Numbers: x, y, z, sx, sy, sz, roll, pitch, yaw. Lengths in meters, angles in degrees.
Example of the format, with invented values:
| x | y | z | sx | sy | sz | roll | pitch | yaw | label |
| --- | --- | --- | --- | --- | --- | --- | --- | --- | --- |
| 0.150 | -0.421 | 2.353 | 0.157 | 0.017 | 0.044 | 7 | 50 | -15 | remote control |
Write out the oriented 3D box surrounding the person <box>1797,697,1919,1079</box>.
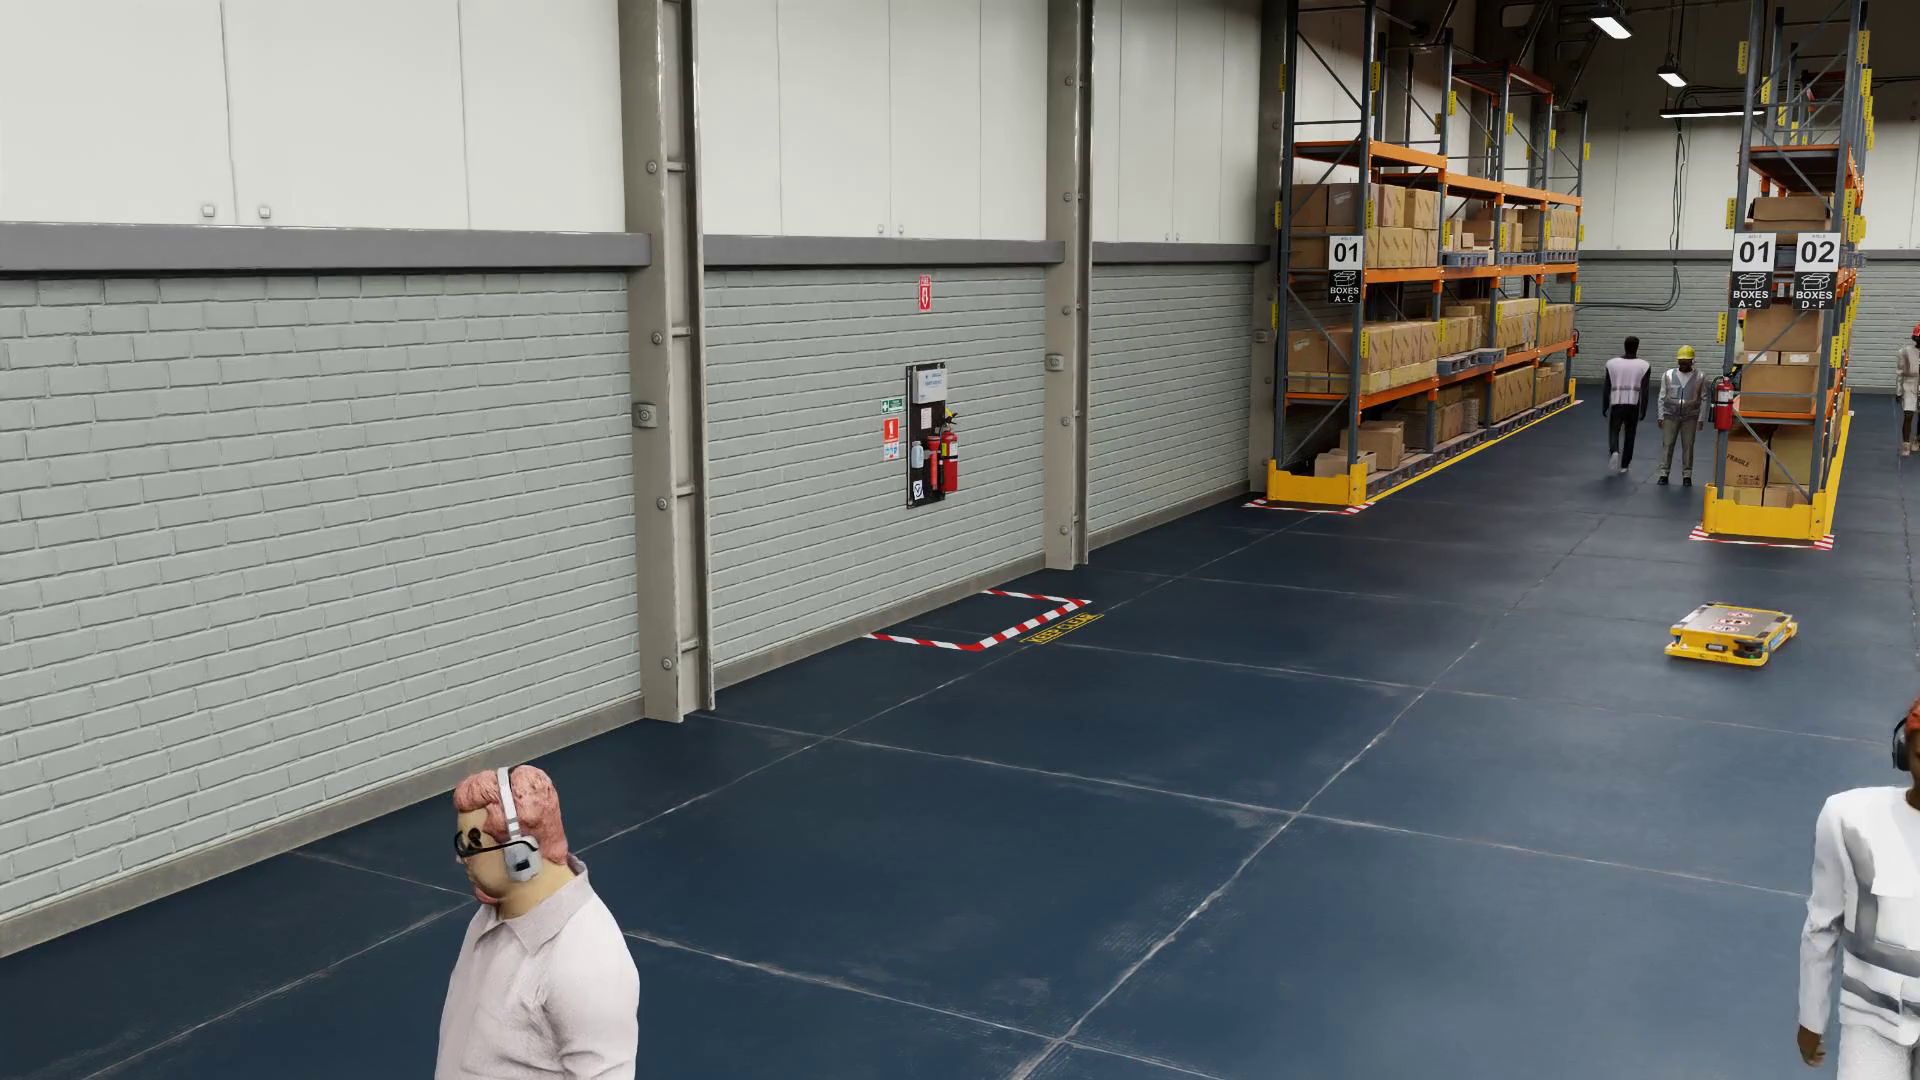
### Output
| x | y | z | sx | sy | sz | roll | pitch | yaw | label |
| --- | --- | --- | --- | --- | --- | --- | --- | --- | --- |
| 2.528 | 1.330 | 4.357 | 0.606 | 1.874 | 0.585 | 5 | 11 | 26 | person |

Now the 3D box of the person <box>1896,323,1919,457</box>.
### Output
| x | y | z | sx | sy | sz | roll | pitch | yaw | label |
| --- | --- | --- | --- | --- | --- | --- | --- | --- | --- |
| 14.447 | -2.276 | 25.081 | 0.616 | 2.019 | 0.902 | 5 | 11 | 28 | person |

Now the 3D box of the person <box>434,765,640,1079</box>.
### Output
| x | y | z | sx | sy | sz | roll | pitch | yaw | label |
| --- | --- | --- | --- | --- | --- | --- | --- | --- | --- |
| -0.957 | 1.423 | 3.722 | 0.405 | 1.903 | 0.636 | -6 | 11 | -32 | person |

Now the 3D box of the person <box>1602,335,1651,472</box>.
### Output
| x | y | z | sx | sy | sz | roll | pitch | yaw | label |
| --- | --- | --- | --- | --- | --- | --- | --- | --- | --- |
| 9.170 | -1.861 | 22.920 | 0.604 | 1.904 | 0.588 | 5 | 11 | 26 | person |

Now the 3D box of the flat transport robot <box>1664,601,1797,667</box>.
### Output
| x | y | z | sx | sy | sz | roll | pitch | yaw | label |
| --- | --- | --- | --- | --- | --- | --- | --- | --- | --- |
| 5.906 | 0.702 | 12.703 | 0.652 | 0.197 | 1.431 | 7 | 12 | 35 | flat transport robot |

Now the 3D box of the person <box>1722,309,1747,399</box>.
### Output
| x | y | z | sx | sy | sz | roll | pitch | yaw | label |
| --- | --- | --- | --- | --- | --- | --- | --- | --- | --- |
| 14.875 | -3.398 | 31.702 | 0.645 | 1.980 | 0.433 | 8 | 13 | 40 | person |

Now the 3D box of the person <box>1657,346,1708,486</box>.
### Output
| x | y | z | sx | sy | sz | roll | pitch | yaw | label |
| --- | --- | --- | --- | --- | --- | --- | --- | --- | --- |
| 9.430 | -1.622 | 21.745 | 0.588 | 1.833 | 0.404 | 5 | 11 | 25 | person |
